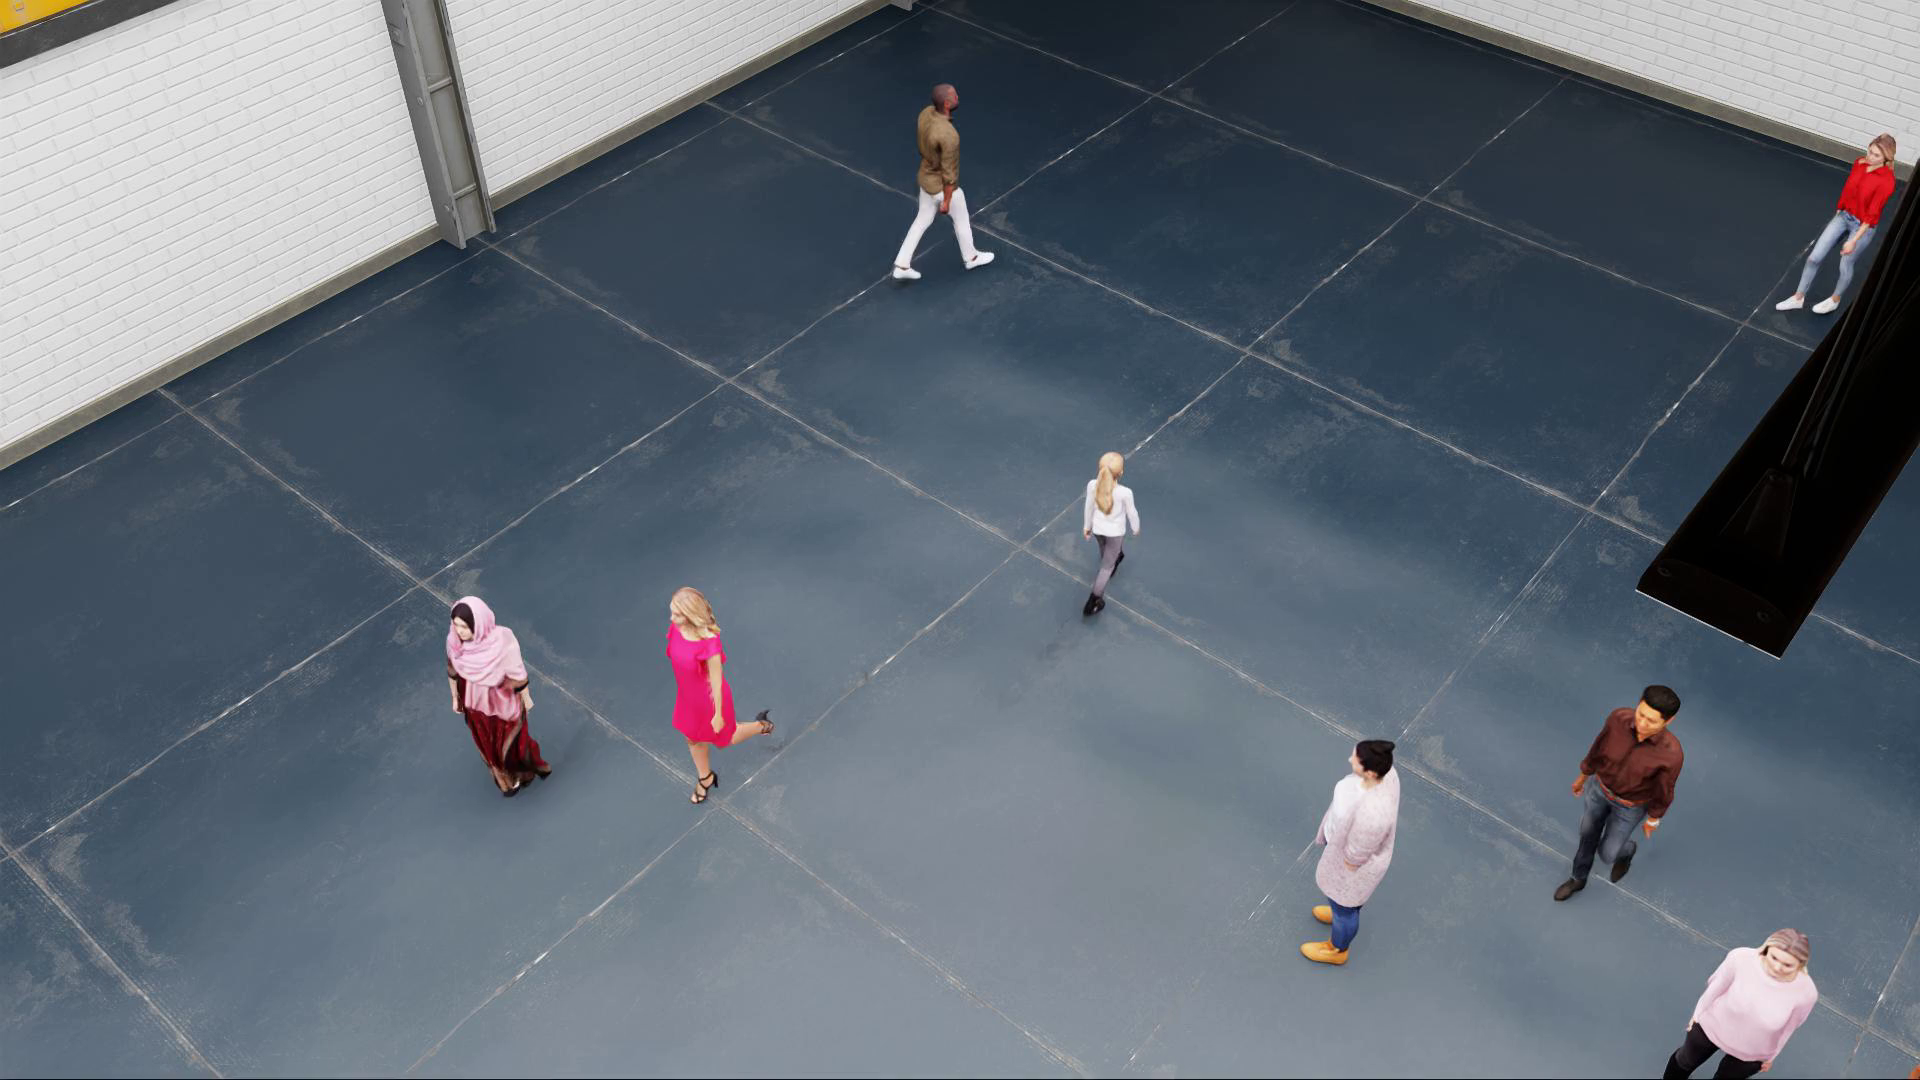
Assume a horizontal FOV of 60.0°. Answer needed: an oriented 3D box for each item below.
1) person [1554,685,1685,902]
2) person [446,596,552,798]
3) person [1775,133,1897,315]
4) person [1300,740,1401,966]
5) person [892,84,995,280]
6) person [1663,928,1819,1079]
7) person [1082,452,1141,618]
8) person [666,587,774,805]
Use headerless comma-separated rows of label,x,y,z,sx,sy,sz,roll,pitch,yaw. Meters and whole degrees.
person,3.722,1.379,9.270,0.857,1.769,0.763,-27,50,-25
person,-2.740,0.888,9.889,0.733,1.626,0.765,14,45,14
person,7.289,-2.535,13.440,0.915,1.685,0.812,-15,46,-15
person,2.161,1.663,8.990,0.832,1.744,0.707,12,45,12
person,-0.246,-2.921,13.765,1.259,1.794,0.959,-23,48,-22
person,3.844,2.426,8.230,0.607,1.688,0.555,26,49,25
person,0.967,-0.021,11.115,0.569,1.252,0.910,23,48,23
person,-1.436,0.881,9.836,0.589,1.709,0.877,32,52,29
